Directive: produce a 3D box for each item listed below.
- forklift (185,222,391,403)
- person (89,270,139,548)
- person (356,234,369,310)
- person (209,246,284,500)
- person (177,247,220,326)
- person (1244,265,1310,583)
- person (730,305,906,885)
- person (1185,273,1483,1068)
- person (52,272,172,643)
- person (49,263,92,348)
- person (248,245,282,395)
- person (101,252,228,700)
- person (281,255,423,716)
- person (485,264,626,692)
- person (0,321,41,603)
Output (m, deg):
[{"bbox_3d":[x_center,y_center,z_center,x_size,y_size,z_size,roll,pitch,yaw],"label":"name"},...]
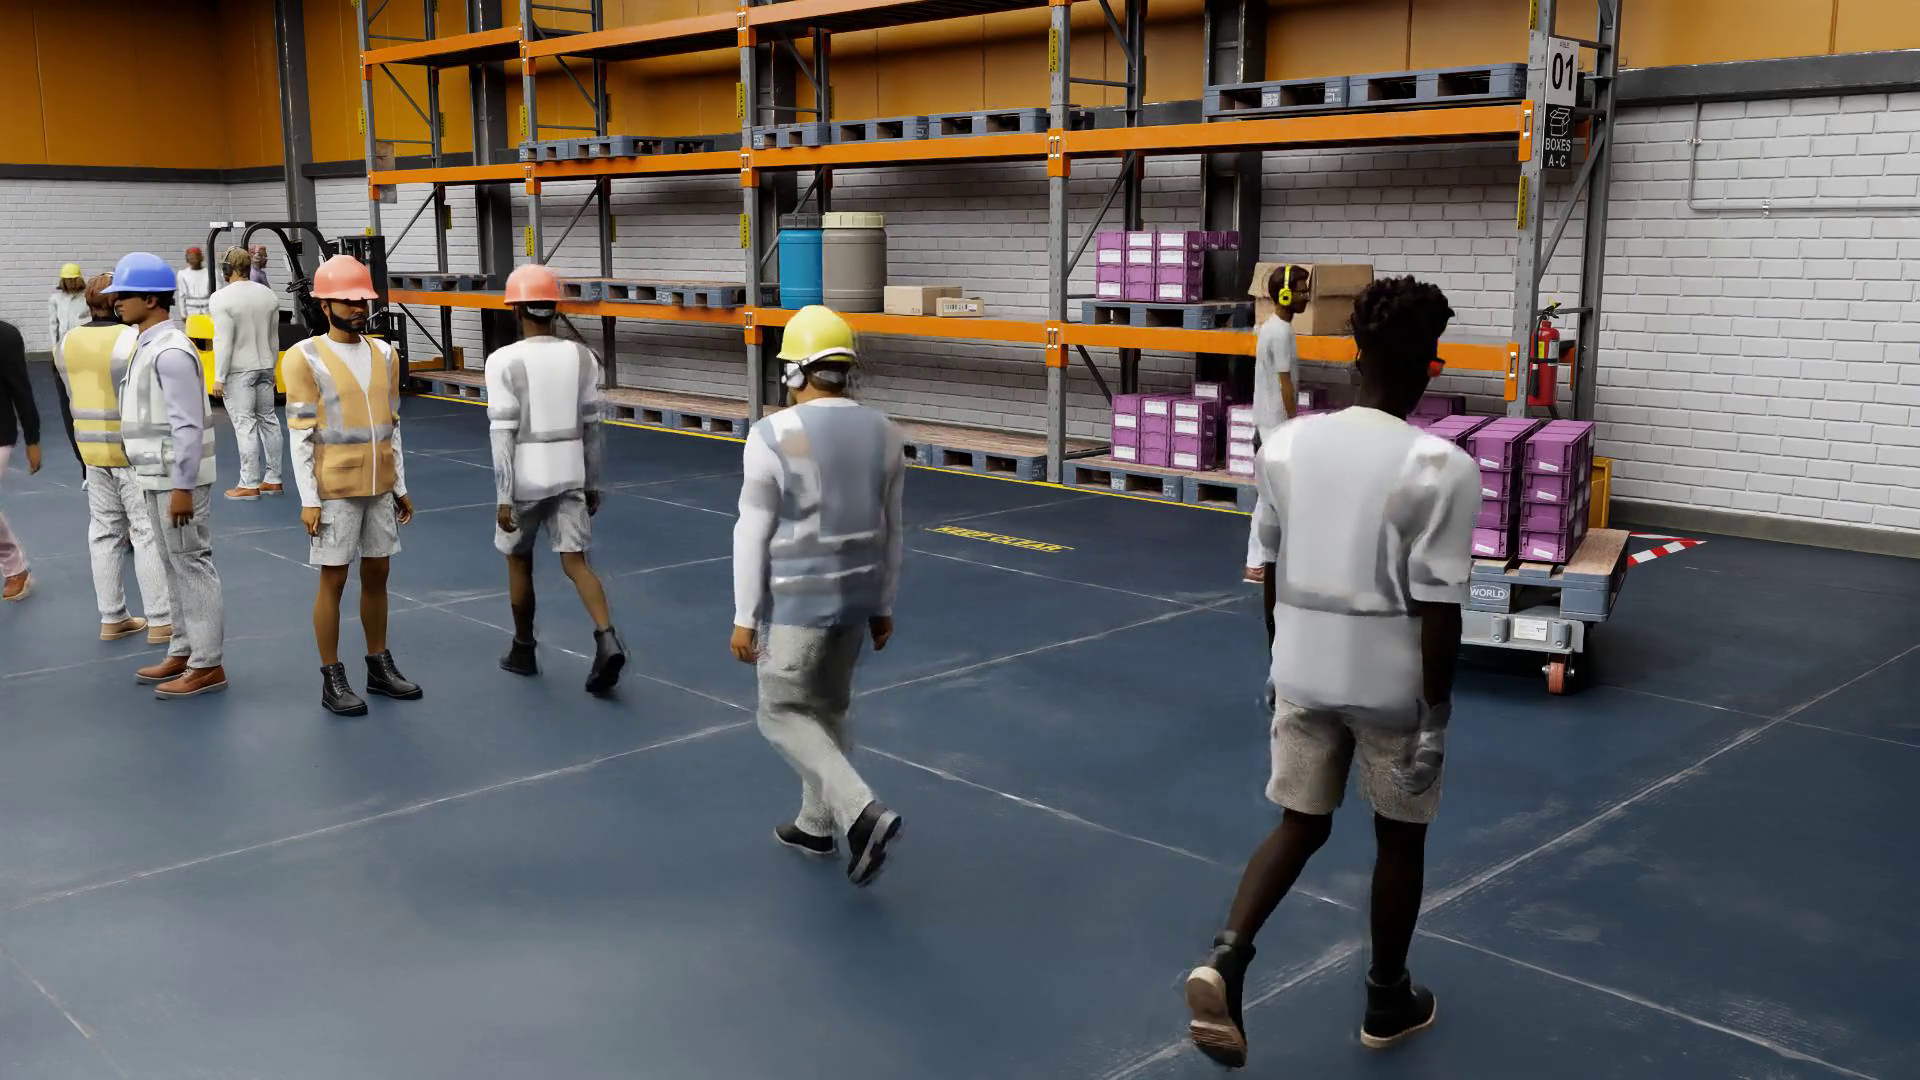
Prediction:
[{"bbox_3d":[-8.169,-2.758,20.163,2.313,2.155,1.214,-10,14,-44],"label":"forklift"},{"bbox_3d":[-5.425,-0.879,10.976,0.583,1.820,0.950,-5,11,-25],"label":"person"},{"bbox_3d":[-8.410,-3.298,23.522,0.372,2.044,0.608,-3,11,-16],"label":"person"},{"bbox_3d":[-5.480,-1.274,12.767,0.371,1.940,0.627,4,11,21],"label":"person"},{"bbox_3d":[-10.800,-3.220,23.636,0.564,1.835,0.959,-4,11,-19],"label":"person"},{"bbox_3d":[1.881,-0.644,9.579,0.509,1.853,0.521,2,11,13],"label":"person"},{"bbox_3d":[-0.404,0.184,5.170,0.602,1.811,0.660,-10,14,-43],"label":"person"},{"bbox_3d":[0.902,0.341,3.967,0.616,1.938,0.765,10,14,42],"label":"person"},{"bbox_3d":[-4.136,-0.400,8.270,0.627,1.844,0.429,3,11,16],"label":"person"},{"bbox_3d":[-9.351,-2.063,17.618,0.507,1.727,0.355,-3,11,-18],"label":"person"},{"bbox_3d":[-8.904,-2.793,21.169,0.404,1.899,0.654,-4,11,-21],"label":"person"},{"bbox_3d":[-3.480,-0.279,7.316,0.400,1.949,0.605,-7,13,-35],"label":"person"},{"bbox_3d":[-2.574,-0.232,7.093,0.362,1.938,0.545,7,12,32],"label":"person"},{"bbox_3d":[-1.812,-0.270,7.405,0.555,1.906,0.908,-9,14,-41],"label":"person"},{"bbox_3d":[-5.255,-0.548,8.859,0.624,1.935,1.036,-1,10,-4],"label":"person"}]
